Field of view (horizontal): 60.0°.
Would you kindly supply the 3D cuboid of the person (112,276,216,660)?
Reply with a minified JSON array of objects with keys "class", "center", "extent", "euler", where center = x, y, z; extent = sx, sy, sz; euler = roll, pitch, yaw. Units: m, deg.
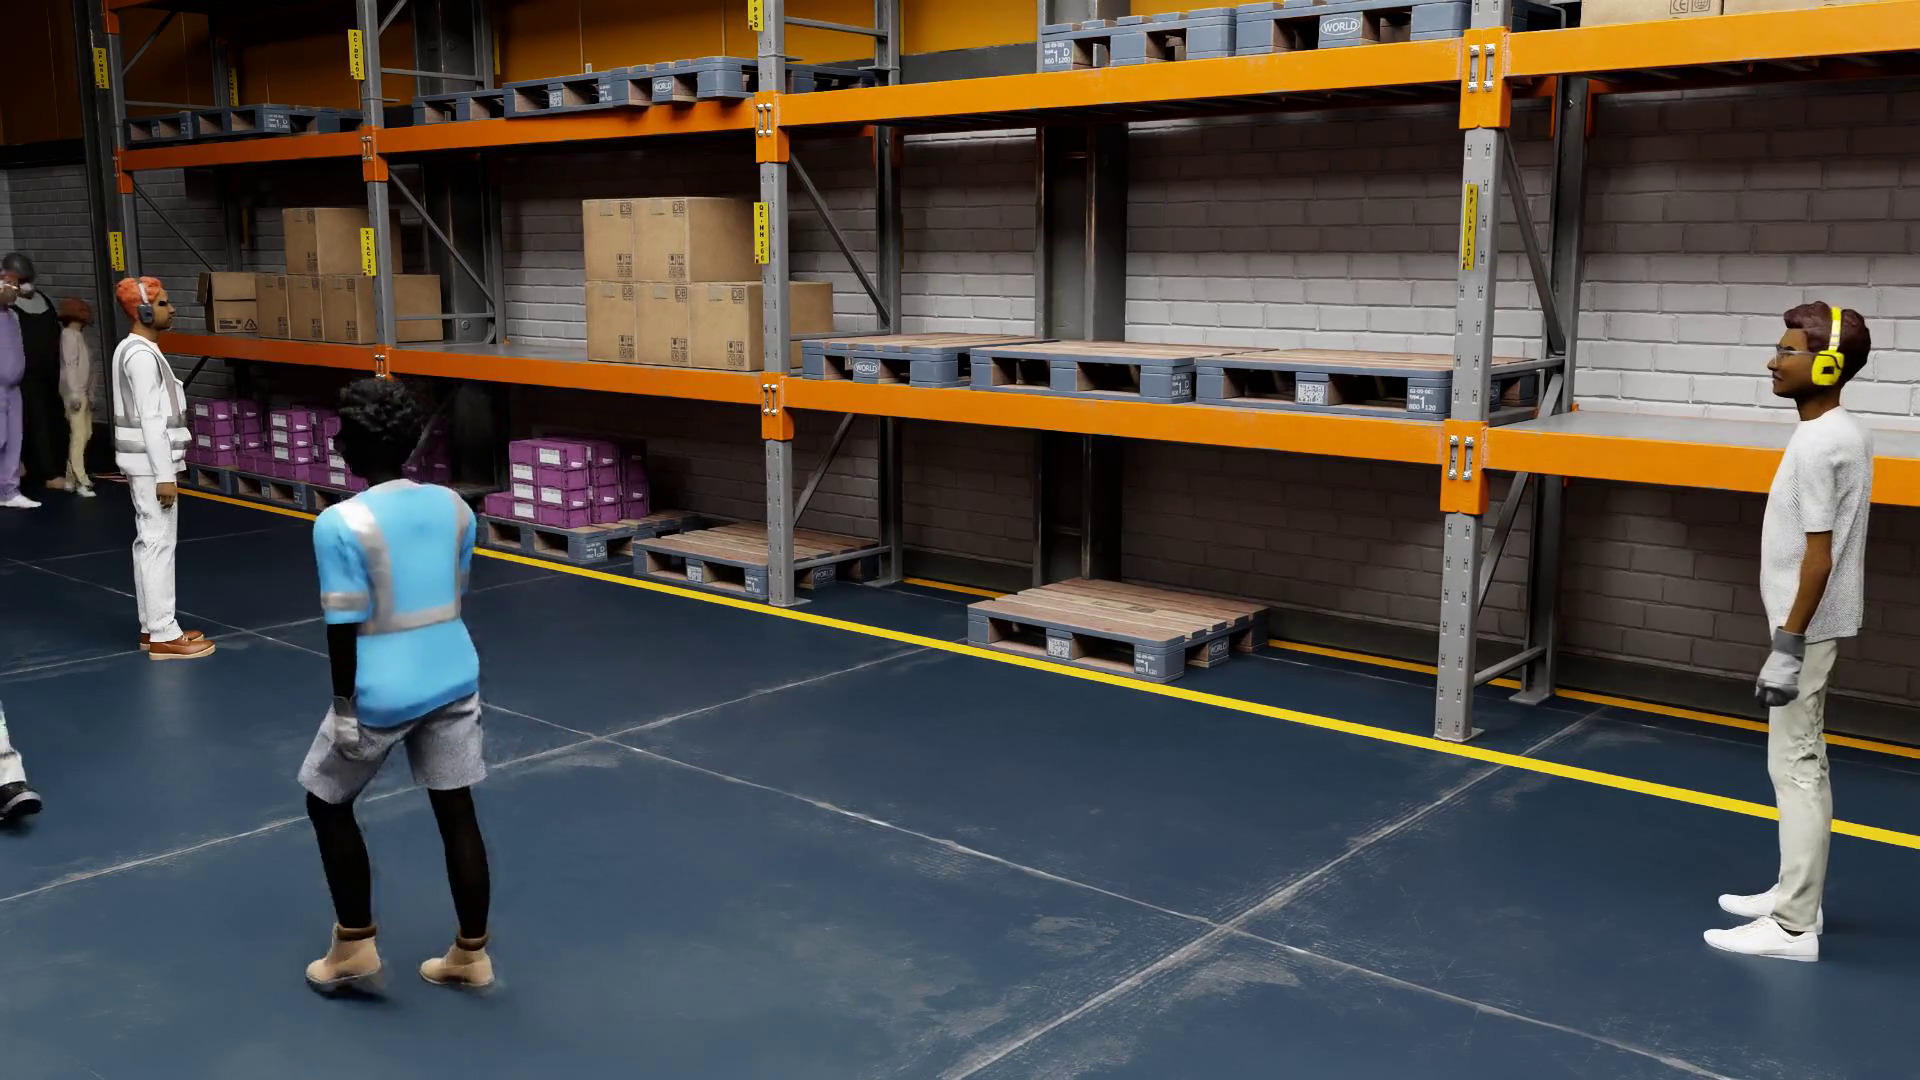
[{"class":"person","center":[-3.971,-0.351,8.227],"extent":[0.355,1.884,0.575],"euler":[-6,12,-32]}]

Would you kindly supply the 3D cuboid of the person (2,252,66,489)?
[{"class":"person","center":[-7.873,-1.437,13.961],"extent":[0.798,2.000,0.724],"euler":[2,10,13]}]

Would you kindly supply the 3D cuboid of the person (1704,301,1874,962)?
[{"class":"person","center":[2.384,0.264,4.750],"extent":[0.324,1.876,0.526],"euler":[7,12,33]}]

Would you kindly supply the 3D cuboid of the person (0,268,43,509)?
[{"class":"person","center":[-7.529,-1.160,12.859],"extent":[0.604,1.874,0.723],"euler":[-1,10,-3]}]

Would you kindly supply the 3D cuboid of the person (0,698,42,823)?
[{"class":"person","center":[-3.594,0.125,5.785],"extent":[0.929,1.781,0.590],"euler":[8,13,38]}]

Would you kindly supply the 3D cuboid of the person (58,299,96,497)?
[{"class":"person","center":[-7.239,-1.166,13.651],"extent":[0.329,1.615,0.595],"euler":[-3,11,-19]}]

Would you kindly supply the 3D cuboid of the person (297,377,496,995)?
[{"class":"person","center":[-1.533,0.407,4.482],"extent":[0.605,1.679,0.539],"euler":[6,12,31]}]
